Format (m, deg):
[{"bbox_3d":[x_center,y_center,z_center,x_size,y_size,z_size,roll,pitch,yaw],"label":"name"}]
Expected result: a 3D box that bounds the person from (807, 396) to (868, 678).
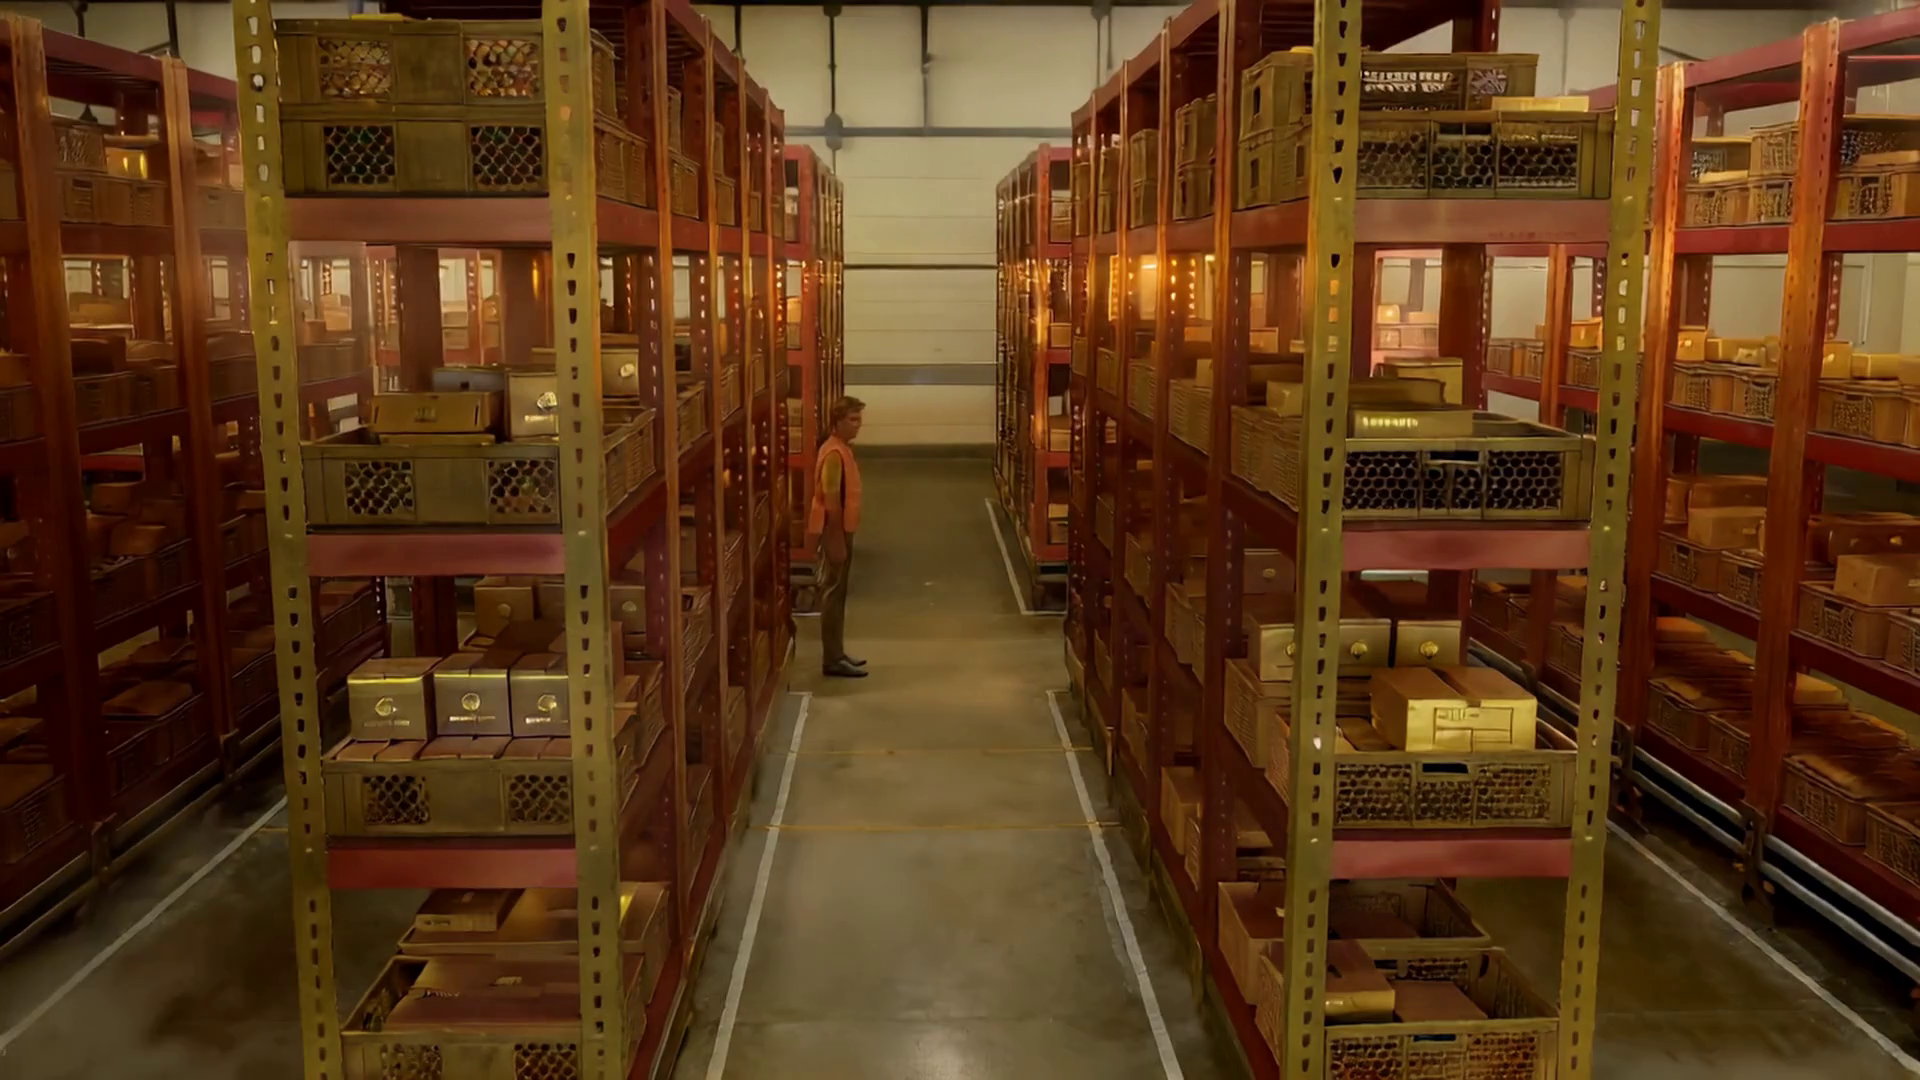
[{"bbox_3d":[-0.804,-0.026,10.965,0.396,1.840,0.564,0,9,-1],"label":"person"}]
